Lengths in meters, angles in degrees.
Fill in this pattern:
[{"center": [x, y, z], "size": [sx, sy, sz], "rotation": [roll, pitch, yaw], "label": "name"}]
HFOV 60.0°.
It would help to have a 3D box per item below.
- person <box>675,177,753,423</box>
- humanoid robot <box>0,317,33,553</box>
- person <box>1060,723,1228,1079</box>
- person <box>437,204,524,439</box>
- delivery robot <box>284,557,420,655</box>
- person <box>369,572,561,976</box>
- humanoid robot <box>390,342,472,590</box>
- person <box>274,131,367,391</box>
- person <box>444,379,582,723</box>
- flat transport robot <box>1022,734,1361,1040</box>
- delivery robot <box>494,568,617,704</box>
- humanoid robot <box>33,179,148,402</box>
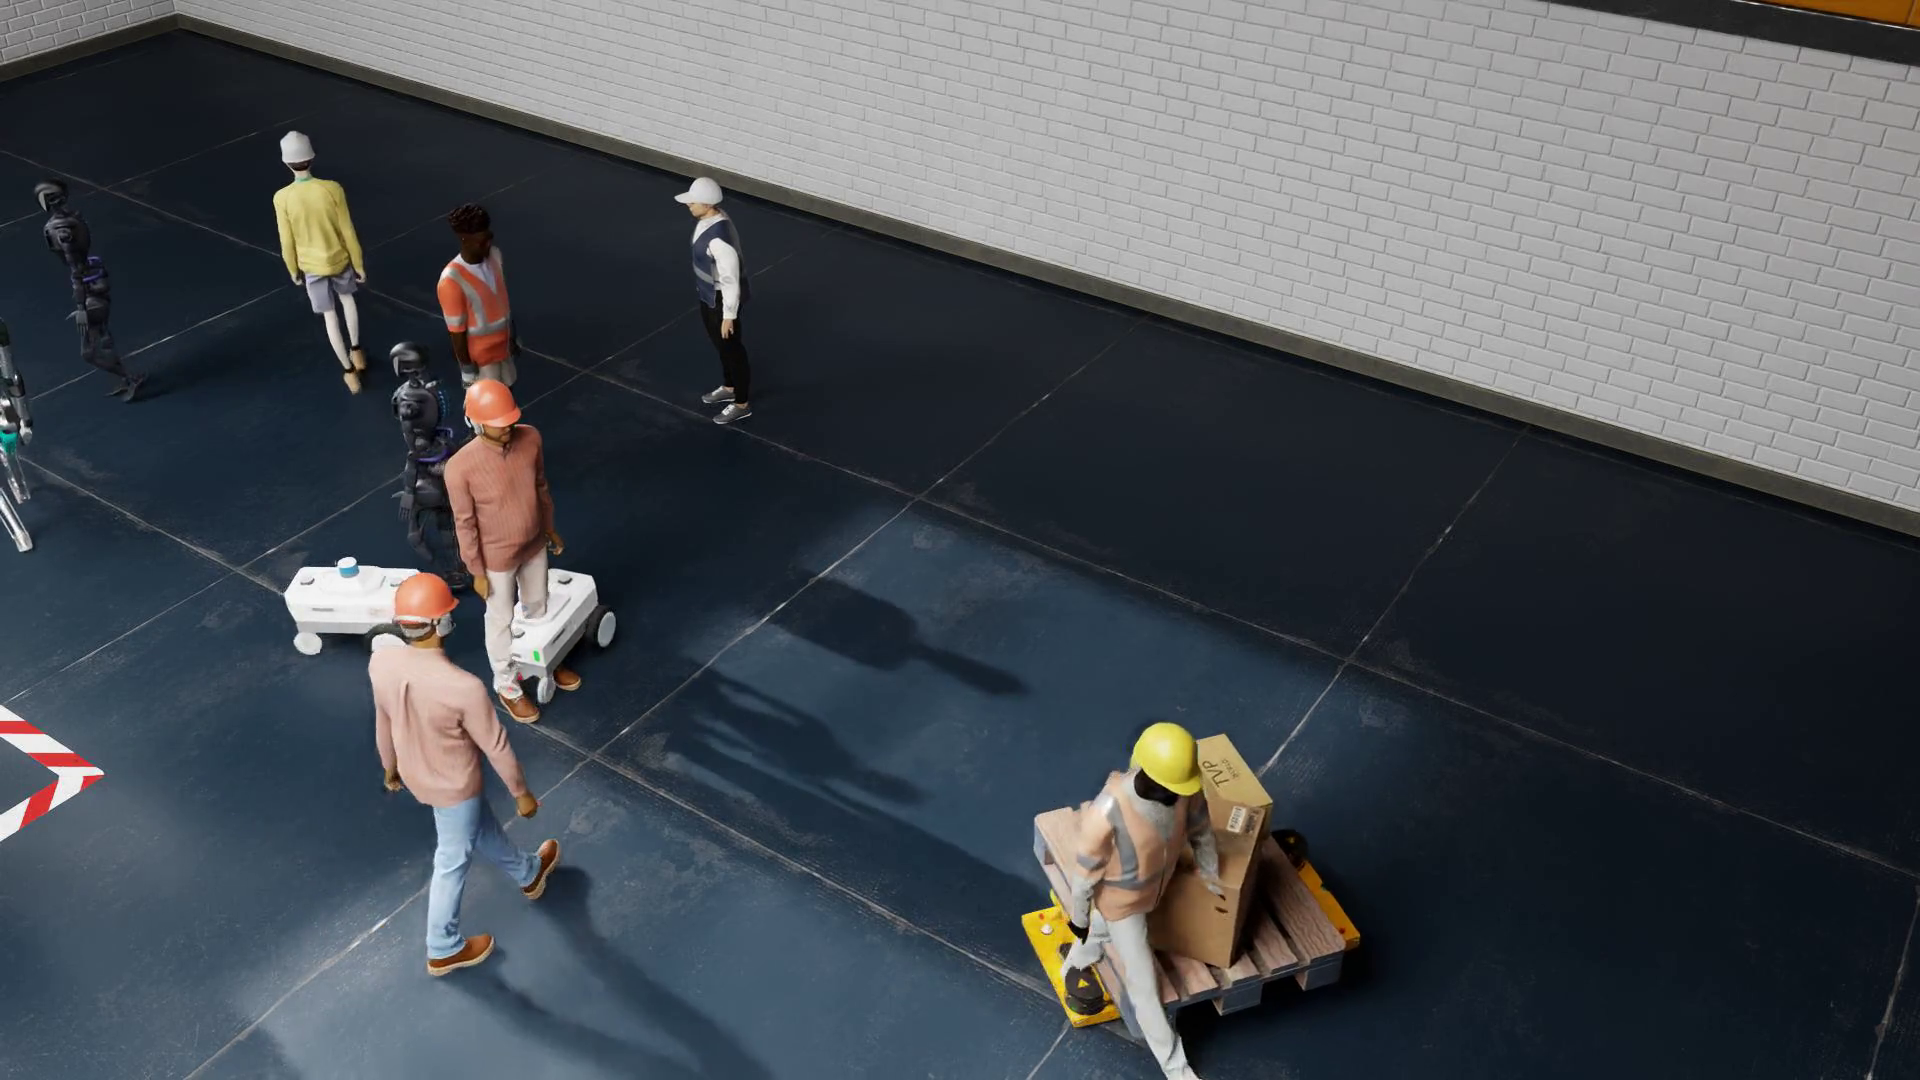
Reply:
[{"center": [-1.634, -1.631, 11.294], "size": [0.449, 1.757, 0.757], "rotation": [-11, 36, -15], "label": "person"}, {"center": [-5.964, -0.768, 10.132], "size": [0.556, 1.832, 0.888], "rotation": [-22, 41, -29], "label": "humanoid robot"}, {"center": [0.779, 1.452, 6.793], "size": [0.622, 1.859, 1.005], "rotation": [-29, 44, -35], "label": "person"}, {"center": [-2.986, -1.221, 10.541], "size": [0.382, 1.955, 0.627], "rotation": [9, 36, 13], "label": "person"}, {"center": [-3.413, 0.375, 9.491], "size": [0.807, 0.609, 0.499], "rotation": [1, 35, 2], "label": "delivery robot"}, {"center": [-2.192, 1.007, 7.371], "size": [0.713, 1.925, 0.943], "rotation": [21, 40, 27], "label": "person"}, {"center": [-3.078, -0.427, 9.640], "size": [0.352, 1.644, 0.600], "rotation": [1, 35, 1], "label": "humanoid robot"}, {"center": [-4.485, -1.982, 11.700], "size": [0.515, 1.870, 0.677], "rotation": [-16, 38, -21], "label": "person"}, {"center": [-2.335, 0.039, 8.704], "size": [0.382, 1.995, 0.609], "rotation": [22, 41, 29], "label": "person"}, {"center": [1.069, 1.783, 7.715], "size": [1.431, 0.231, 0.659], "rotation": [-11, 37, -16], "label": "flat transport robot"}, {"center": [-2.310, 0.493, 9.324], "size": [0.499, 0.611, 0.809], "rotation": [11, 36, 15], "label": "delivery robot"}, {"center": [-6.013, -1.730, 11.505], "size": [0.382, 1.643, 0.585], "rotation": [-15, 38, -20], "label": "humanoid robot"}]
